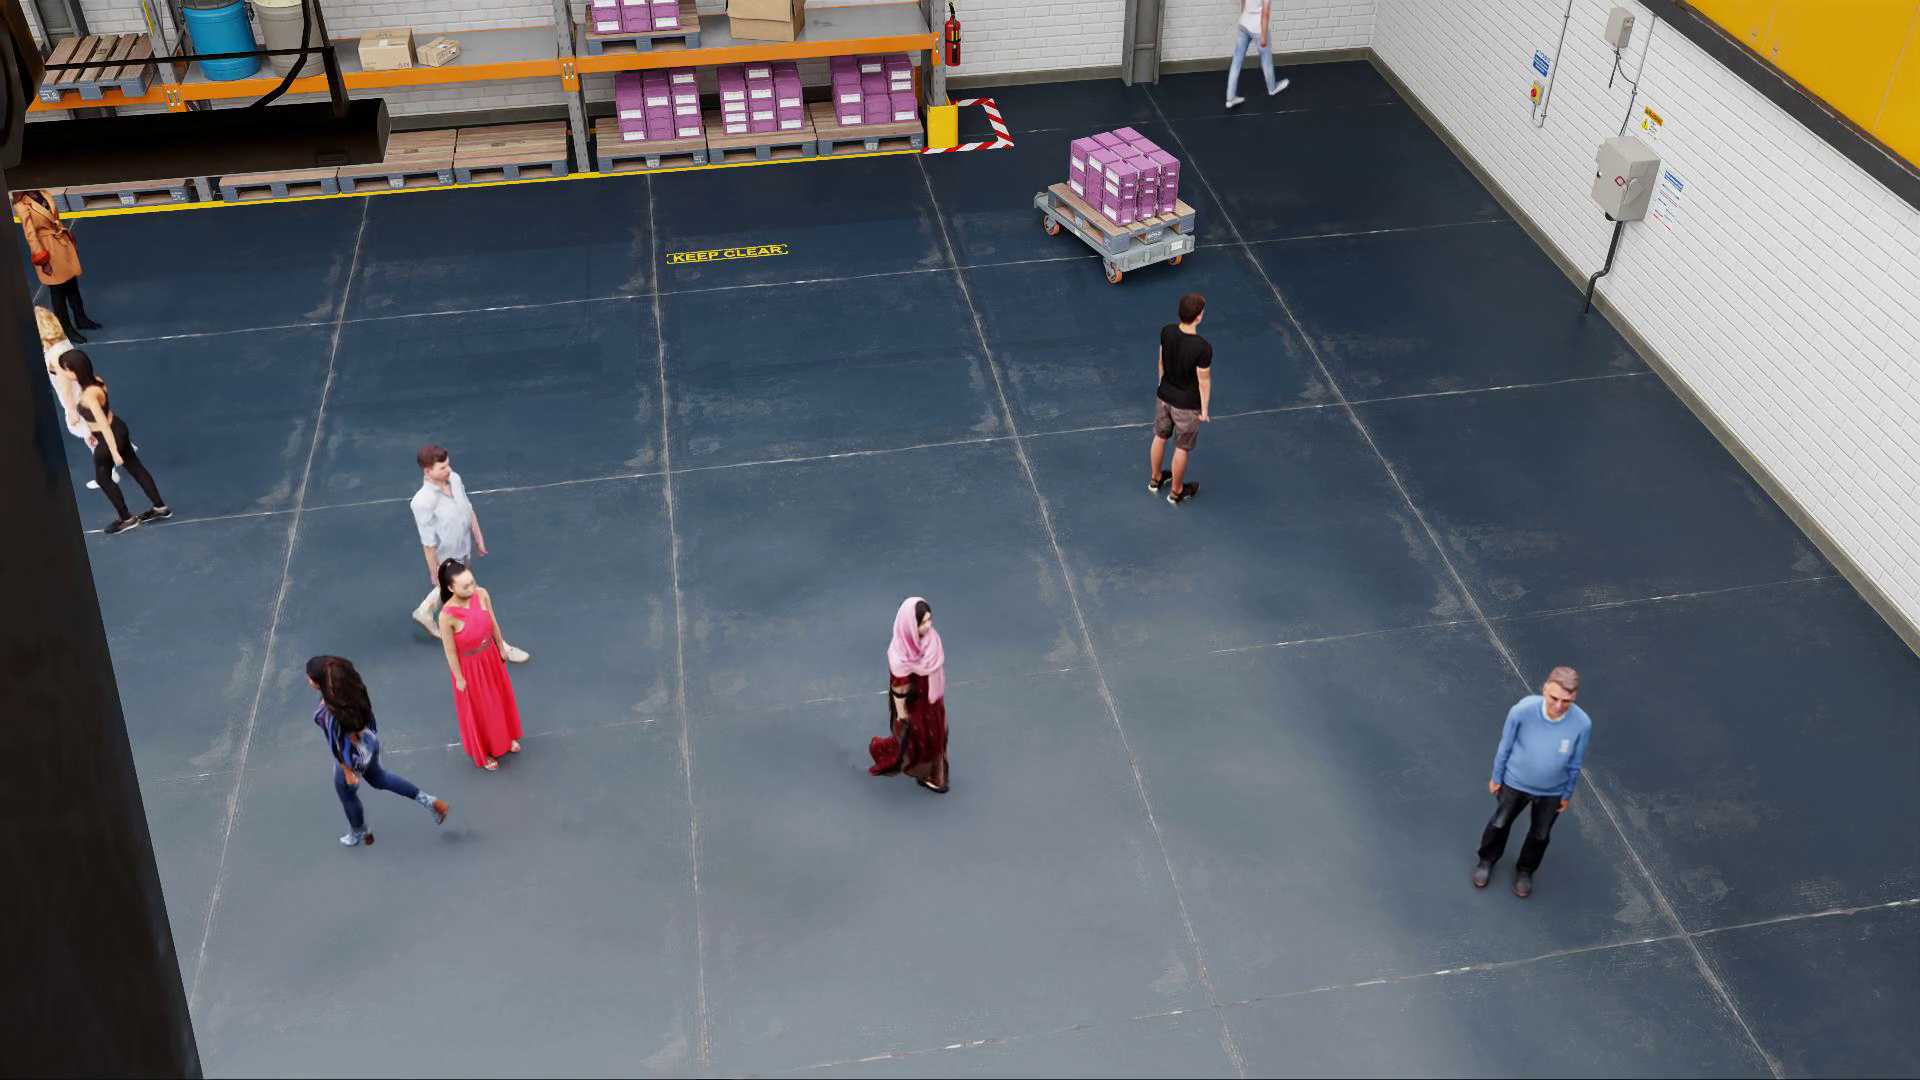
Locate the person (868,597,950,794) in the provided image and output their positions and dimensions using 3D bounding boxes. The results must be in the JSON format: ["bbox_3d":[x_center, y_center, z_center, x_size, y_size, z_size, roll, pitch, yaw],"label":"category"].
[{"bbox_3d":[-0.344,0.988,10.767,0.958,1.633,0.895,22,44,25],"label":"person"}]

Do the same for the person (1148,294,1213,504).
[{"bbox_3d":[1.734,-1.140,13.249,0.744,1.860,0.778,30,47,32],"label":"person"}]

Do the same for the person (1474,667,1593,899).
[{"bbox_3d":[3.484,1.435,10.062,0.656,1.813,0.780,11,40,13],"label":"person"}]

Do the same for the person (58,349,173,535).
[{"bbox_3d":[-6.543,-0.796,13.006,0.735,1.625,0.579,-10,40,-12],"label":"person"}]

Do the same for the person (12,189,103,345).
[{"bbox_3d":[-8.306,-2.628,15.224,0.714,1.720,0.764,6,39,7],"label":"person"}]

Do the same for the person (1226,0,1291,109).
[{"bbox_3d":[3.321,-5.870,19.207,1.219,1.816,1.015,-26,45,-29],"label":"person"}]

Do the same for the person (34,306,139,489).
[{"bbox_3d":[-7.045,-1.161,13.436,0.780,1.659,0.714,-19,42,-22],"label":"person"}]

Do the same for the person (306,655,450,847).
[{"bbox_3d":[-3.684,1.332,10.359,1.017,1.603,0.735,0,39,0],"label":"person"}]

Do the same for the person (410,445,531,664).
[{"bbox_3d":[-3.665,0.083,11.755,1.304,1.813,1.015,9,40,12],"label":"person"}]

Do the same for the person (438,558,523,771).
[{"bbox_3d":[-3.173,0.816,10.909,0.764,1.724,0.709,22,44,25],"label":"person"}]
